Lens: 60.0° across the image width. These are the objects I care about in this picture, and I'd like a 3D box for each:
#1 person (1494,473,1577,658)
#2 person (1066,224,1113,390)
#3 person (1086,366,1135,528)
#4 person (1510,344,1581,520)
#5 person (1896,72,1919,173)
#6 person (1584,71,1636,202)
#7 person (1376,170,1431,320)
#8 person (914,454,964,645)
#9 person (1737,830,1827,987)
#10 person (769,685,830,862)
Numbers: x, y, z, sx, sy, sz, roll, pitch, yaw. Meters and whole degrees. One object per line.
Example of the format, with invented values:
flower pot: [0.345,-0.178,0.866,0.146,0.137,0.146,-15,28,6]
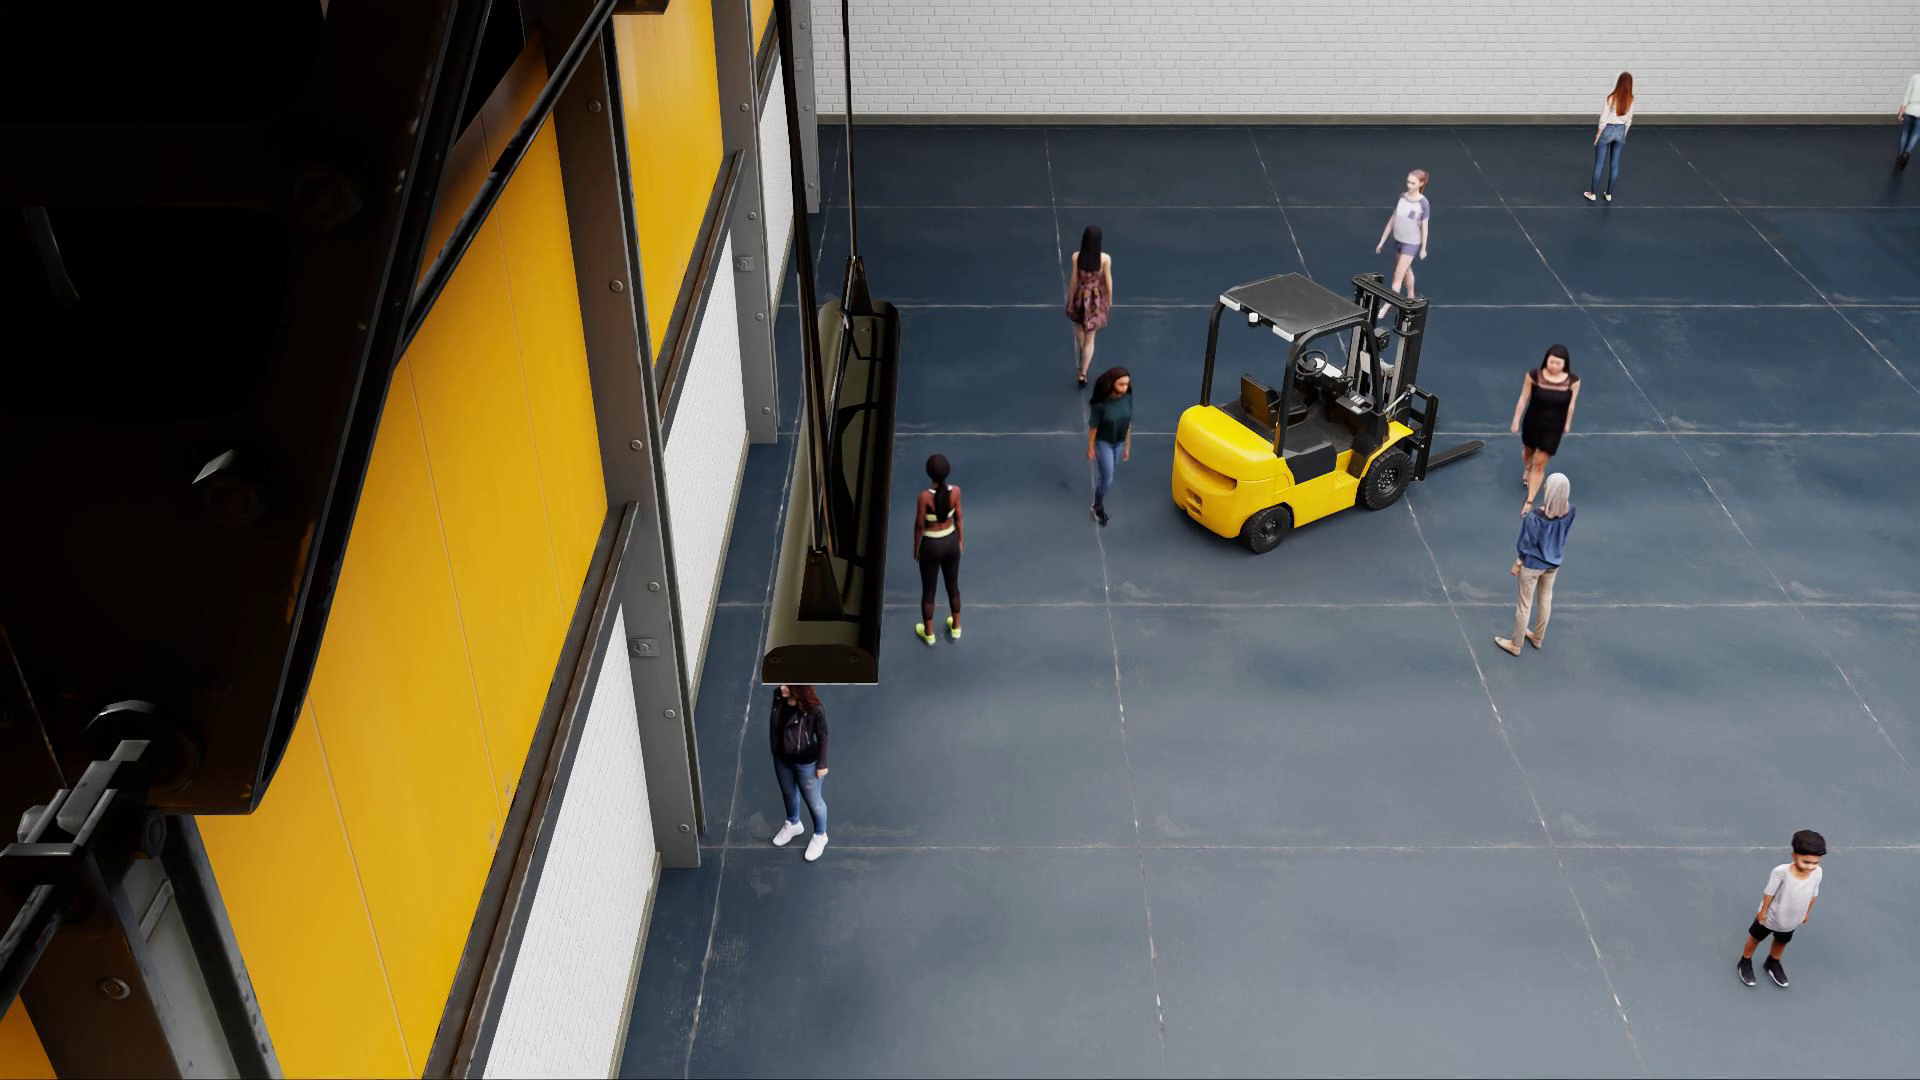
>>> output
person: [4.734,0.193,13.574,0.695,1.698,0.699,-14,36,-20]
person: [1.338,-2.415,17.461,0.778,1.737,1.076,7,34,10]
person: [1.339,-0.924,15.341,0.704,1.602,0.739,-18,38,-25]
person: [5.425,-1.078,15.506,0.930,1.673,1.158,13,36,18]
person: [13.046,-5.809,22.666,0.872,1.628,1.015,19,38,26]
person: [8.556,-5.300,21.811,0.565,1.726,0.501,0,34,0]
person: [5.149,-3.395,18.947,1.045,1.723,1.125,-20,38,-27]
person: [-0.162,0.082,13.691,0.643,1.752,0.630,-12,36,-18]
person: [5.314,2.355,10.720,0.482,1.256,0.478,2,34,2]
person: [-1.129,1.521,11.633,0.735,1.634,0.753,21,39,28]
